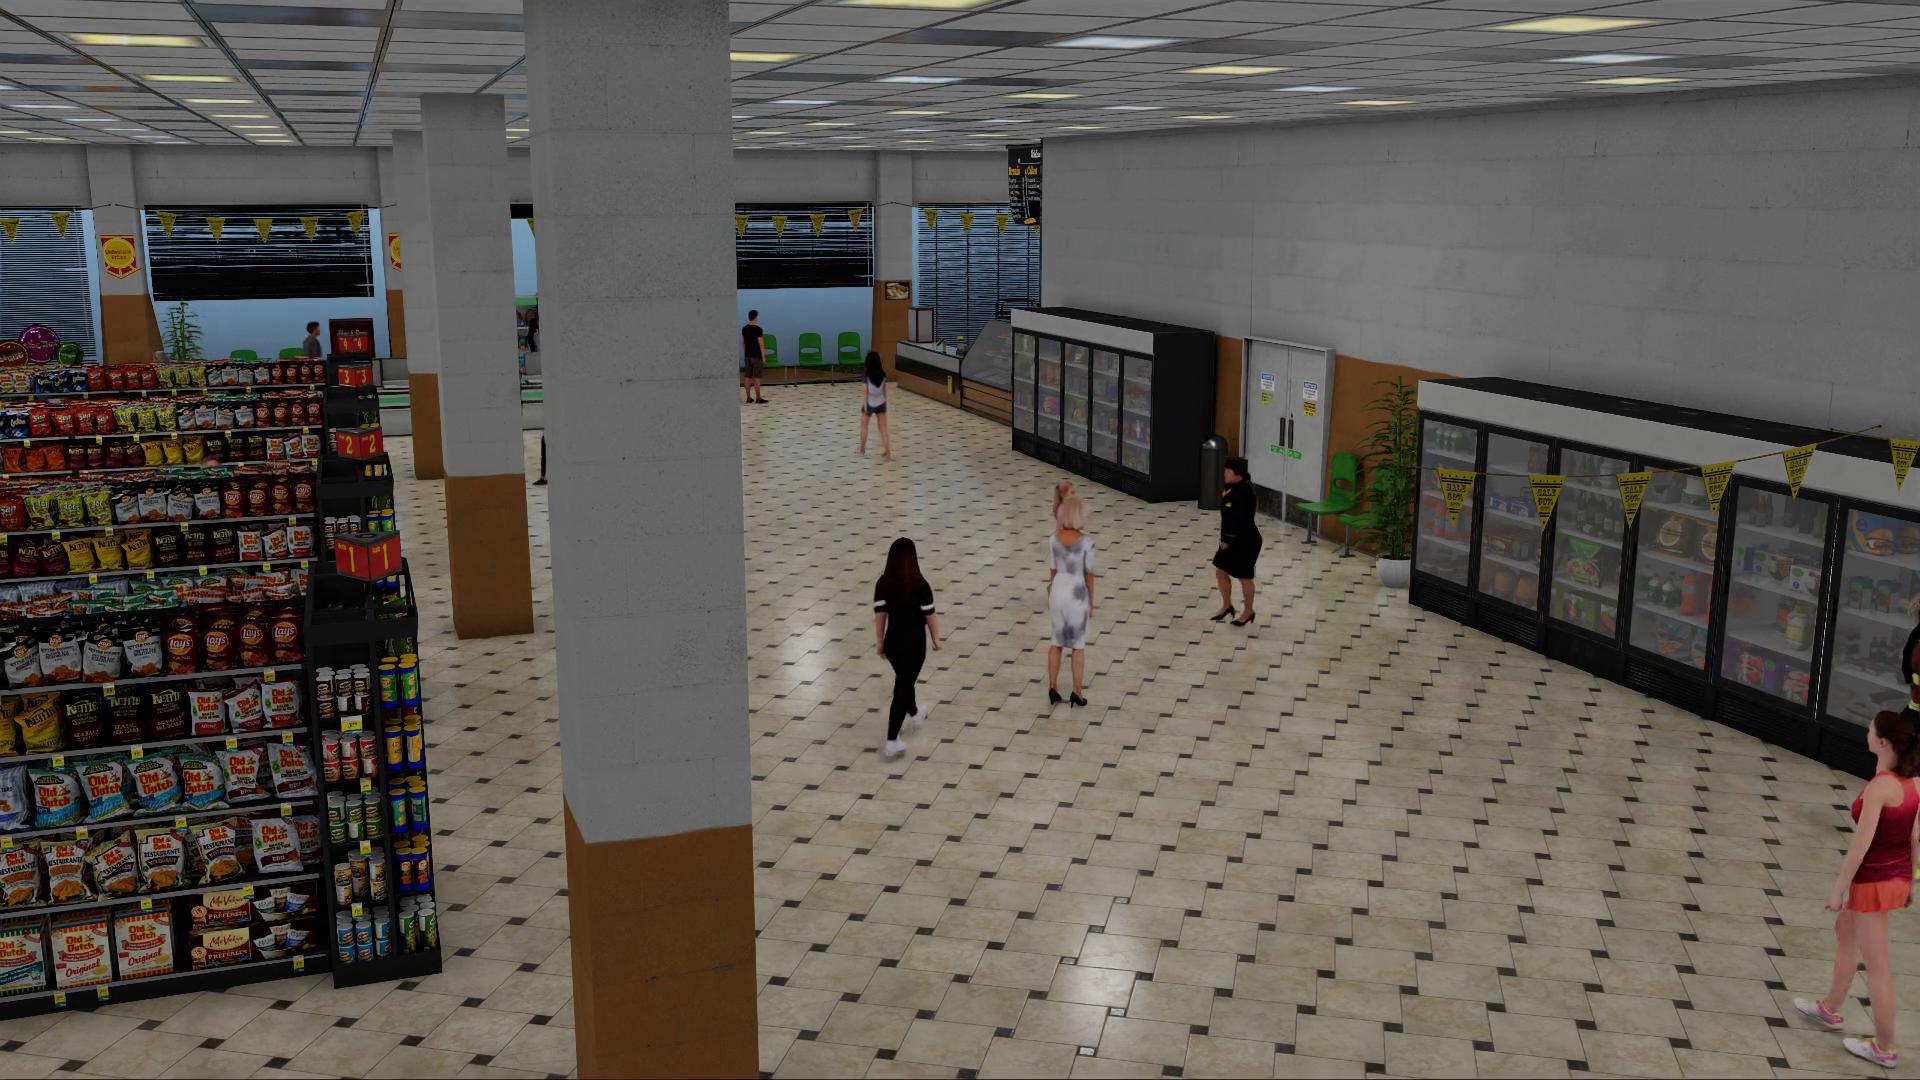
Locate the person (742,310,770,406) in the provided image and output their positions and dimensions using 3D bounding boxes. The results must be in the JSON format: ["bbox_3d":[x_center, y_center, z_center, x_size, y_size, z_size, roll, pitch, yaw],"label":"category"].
[{"bbox_3d":[-4.098,-3.624,32.903,0.765,1.858,0.807,7,14,29],"label":"person"}]

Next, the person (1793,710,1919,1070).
[{"bbox_3d":[4.475,1.688,7.963,0.816,1.740,0.753,-8,14,-33],"label":"person"}]

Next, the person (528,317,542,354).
[{"bbox_3d":[-8.333,-3.521,32.740,0.577,1.724,0.644,-8,14,-33],"label":"person"}]

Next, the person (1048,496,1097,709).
[{"bbox_3d":[0.907,0.504,13.568,0.641,1.749,0.697,6,13,25],"label":"person"}]

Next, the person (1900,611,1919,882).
[{"bbox_3d":[5.901,1.197,10.264,0.701,1.754,0.635,6,13,26],"label":"person"}]

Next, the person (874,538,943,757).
[{"bbox_3d":[-0.435,0.827,12.414,1.099,1.591,1.135,5,13,23],"label":"person"}]

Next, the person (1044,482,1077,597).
[{"bbox_3d":[1.022,0.028,16.999,0.694,1.266,0.634,6,13,25],"label":"person"}]

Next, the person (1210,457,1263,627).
[{"bbox_3d":[2.778,0.028,16.044,0.738,1.660,0.739,-1,12,-7],"label":"person"}]

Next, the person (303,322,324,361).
[{"bbox_3d":[-11.656,-2.951,29.789,1.294,1.824,0.933,-8,15,-35],"label":"person"}]

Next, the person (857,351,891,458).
[{"bbox_3d":[-1.300,-2.081,26.063,1.107,1.657,0.806,-7,14,-29],"label":"person"}]
